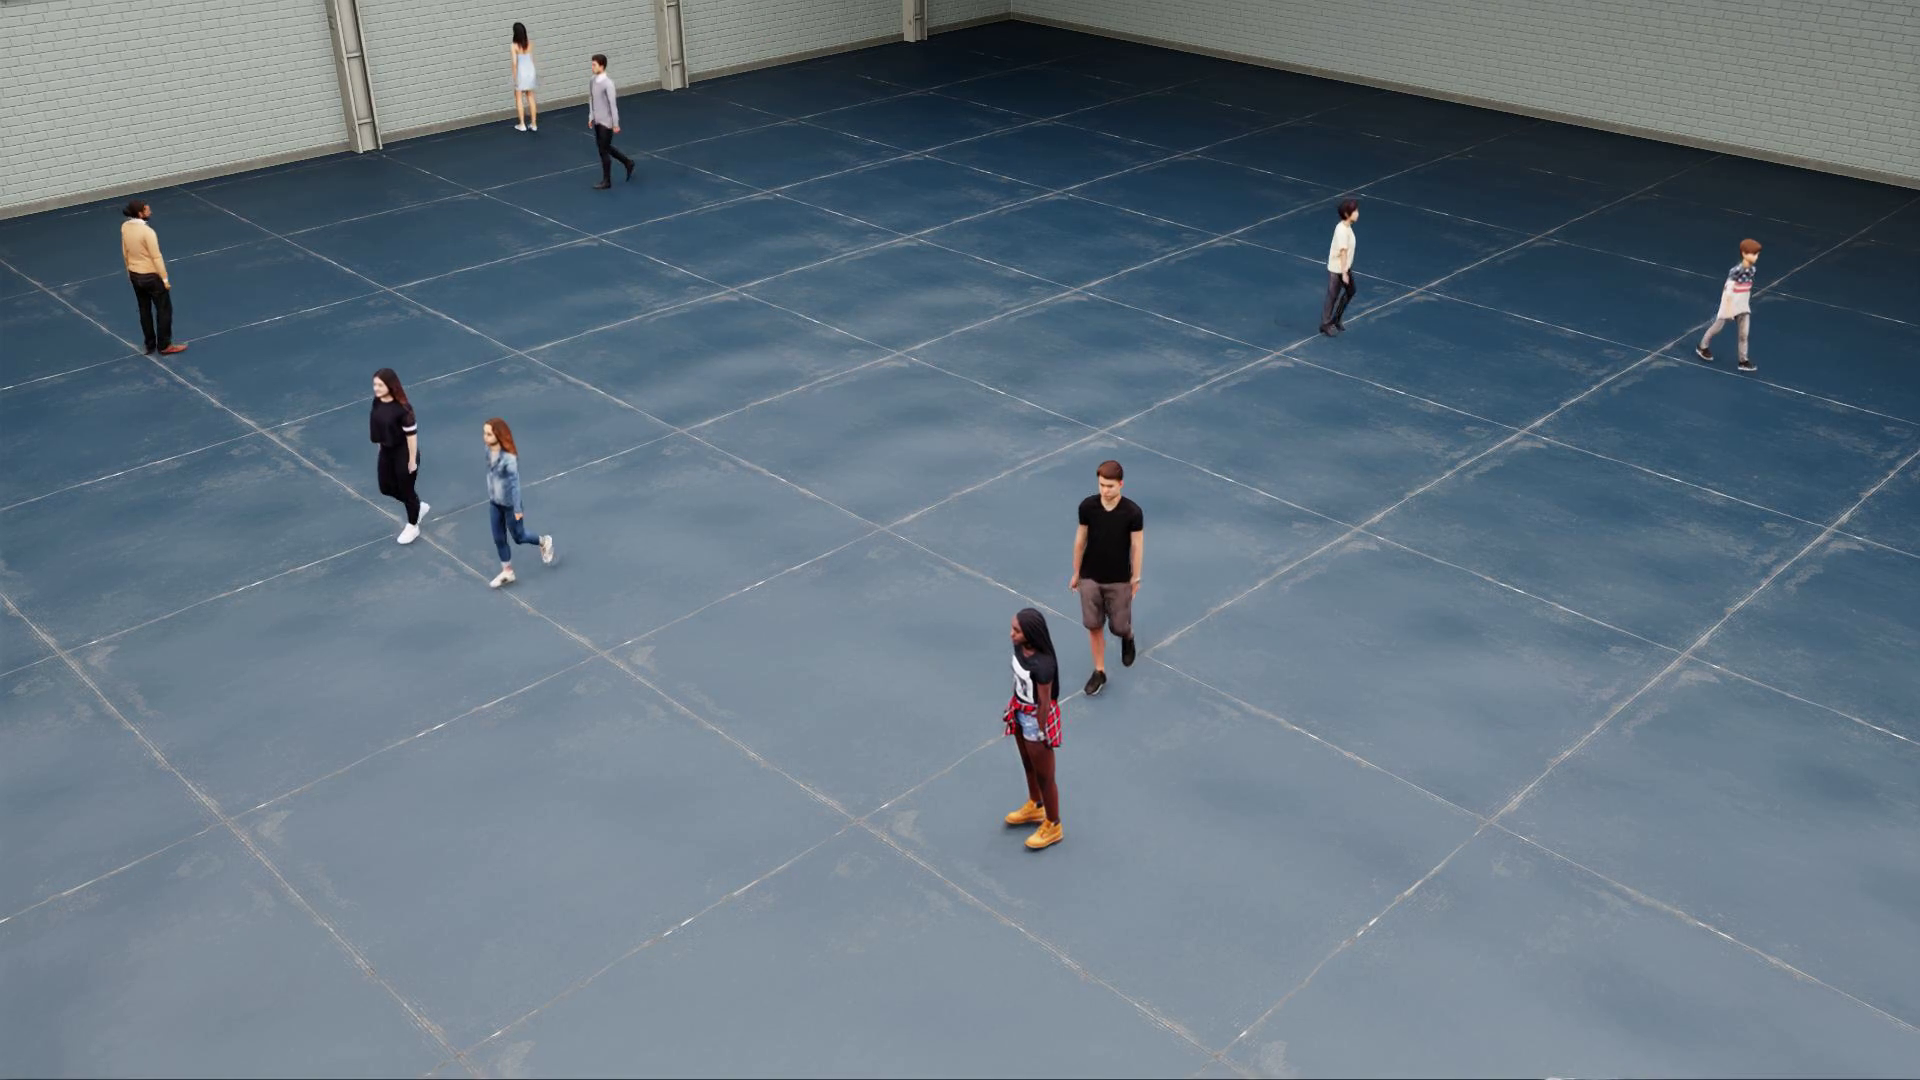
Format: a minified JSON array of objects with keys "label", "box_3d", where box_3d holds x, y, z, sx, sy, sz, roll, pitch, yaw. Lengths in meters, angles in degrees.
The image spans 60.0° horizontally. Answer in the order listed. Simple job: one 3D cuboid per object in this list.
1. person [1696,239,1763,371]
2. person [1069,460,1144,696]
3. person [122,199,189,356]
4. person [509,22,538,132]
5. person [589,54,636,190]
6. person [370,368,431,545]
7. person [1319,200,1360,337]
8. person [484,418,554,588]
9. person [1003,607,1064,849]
[{"label":"person","box_3d":[8.341,-2.566,18.024,0.977,1.406,0.864,-9,29,-17]},{"label":"person","box_3d":[1.121,0.228,12.310,0.879,1.845,1.027,11,30,19]},{"label":"person","box_3d":[-8.966,-2.884,18.268,0.823,1.739,0.699,8,29,14]},{"label":"person","box_3d":[-7.003,-7.497,26.946,0.547,1.724,0.666,-24,36,-38]},{"label":"person","box_3d":[-5.057,-6.067,24.059,1.084,1.912,0.830,-20,34,-32]},{"label":"person","box_3d":[-4.808,-0.769,14.410,0.712,1.630,0.756,14,31,25]},{"label":"person","box_3d":[4.219,-3.067,18.781,0.740,1.578,0.640,11,30,20]},{"label":"person","box_3d":[-3.697,-0.332,13.772,0.635,1.460,0.880,21,34,34]},{"label":"person","box_3d":[0.486,1.184,10.650,0.711,1.718,0.685,-12,30,-21]}]
